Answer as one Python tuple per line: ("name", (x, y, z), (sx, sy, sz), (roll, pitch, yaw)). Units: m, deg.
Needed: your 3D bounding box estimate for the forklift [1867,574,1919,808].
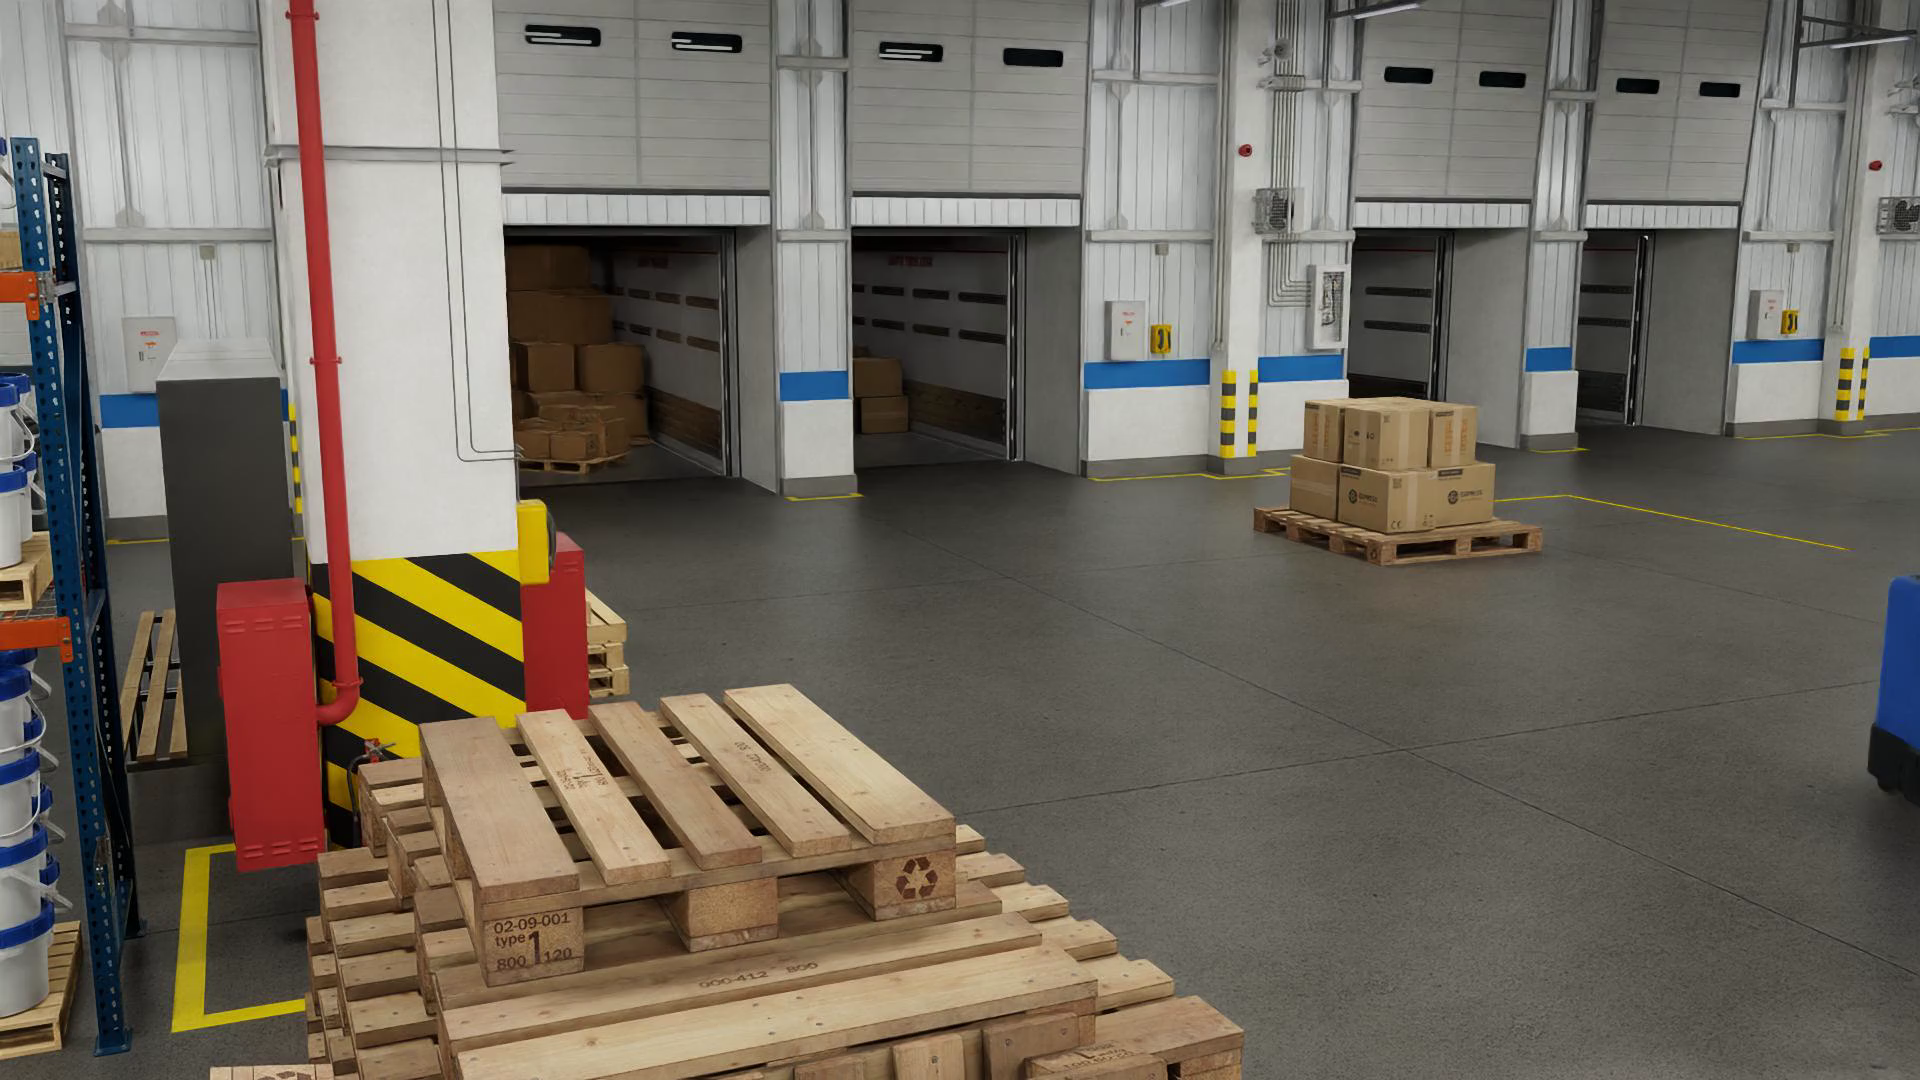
("forklift", (5.046, -0.008, 7.229), (1.129, 2.768, 1.873), (0, 10, 1))
